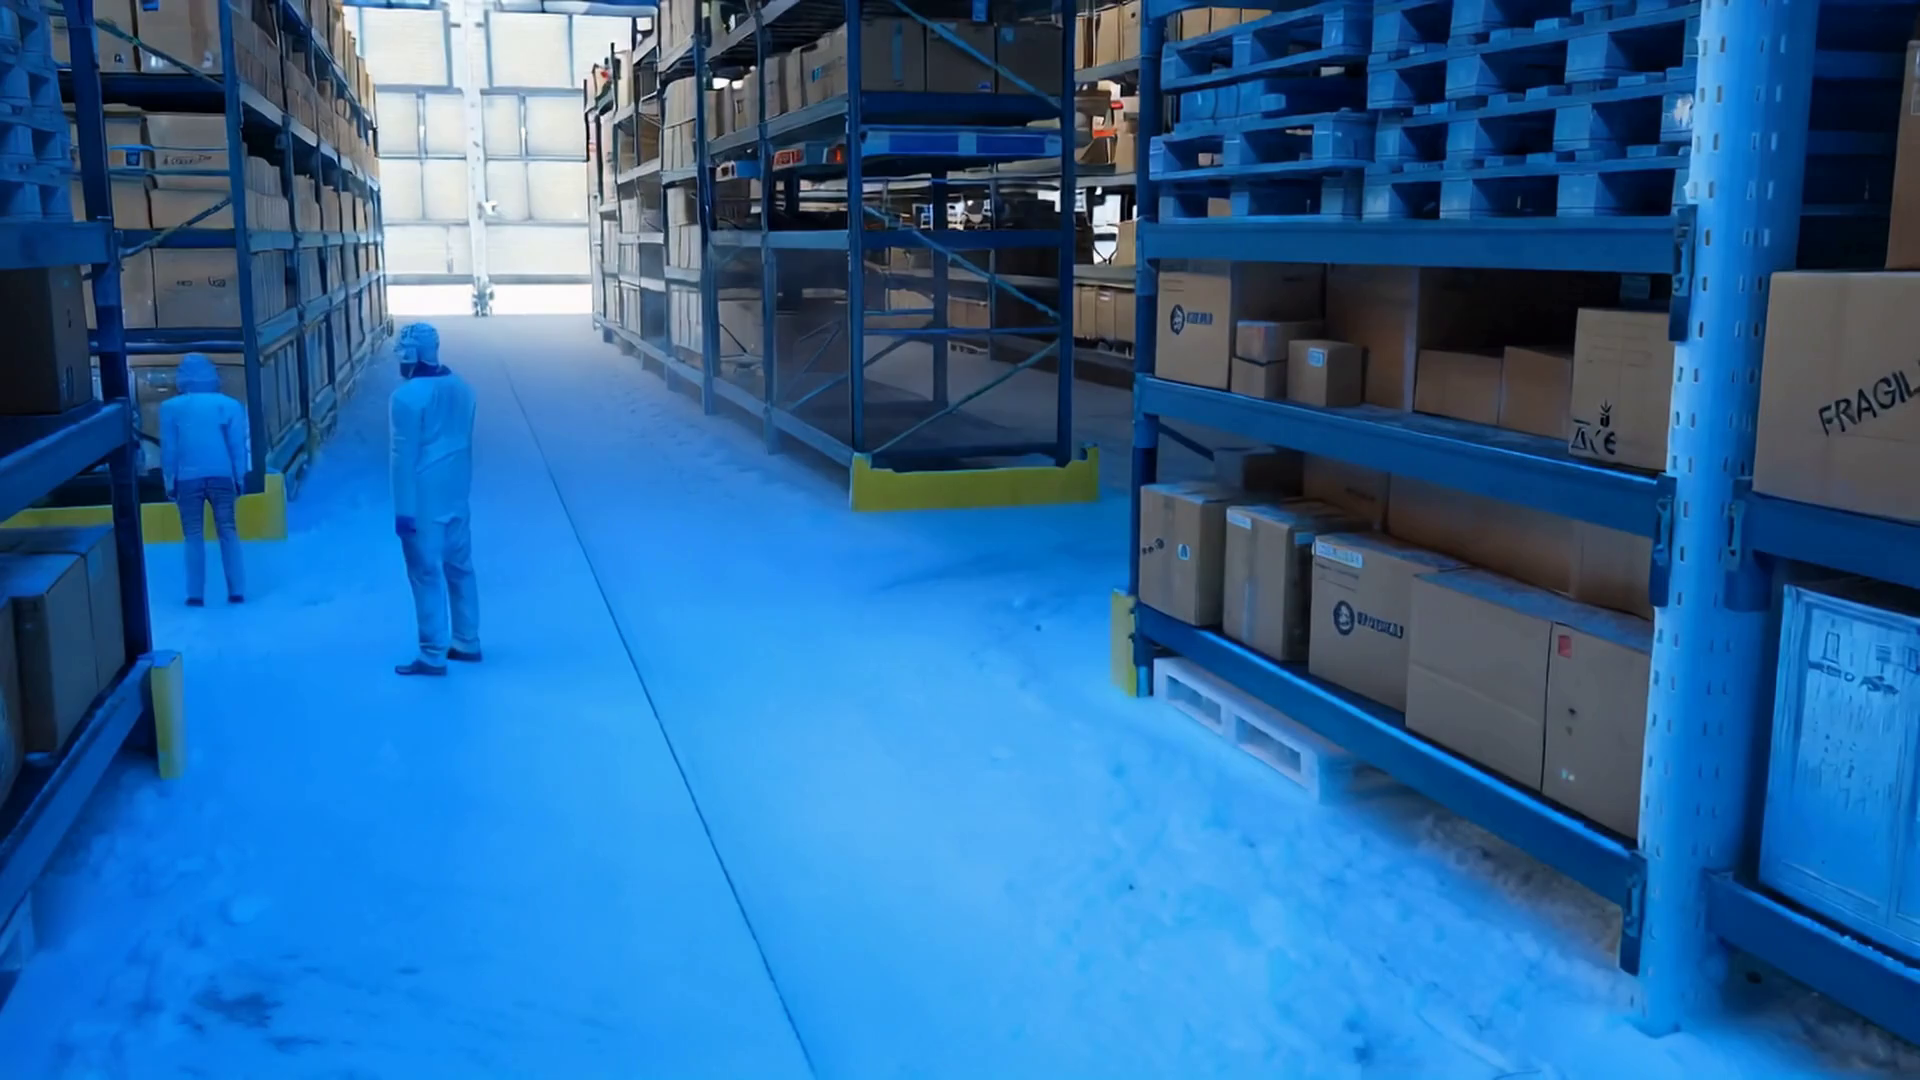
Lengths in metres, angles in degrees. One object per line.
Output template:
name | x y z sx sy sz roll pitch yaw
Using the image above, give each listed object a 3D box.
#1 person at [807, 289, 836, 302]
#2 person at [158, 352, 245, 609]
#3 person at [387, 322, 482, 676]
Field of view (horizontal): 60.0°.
person | -2.911 -5.006 35.061 0.620 1.962 0.977 -1 10 -7
person | -4.794 -0.374 10.567 0.494 1.624 0.280 -8 13 -36
person | -2.870 -0.220 8.982 0.399 1.899 0.650 3 11 16
